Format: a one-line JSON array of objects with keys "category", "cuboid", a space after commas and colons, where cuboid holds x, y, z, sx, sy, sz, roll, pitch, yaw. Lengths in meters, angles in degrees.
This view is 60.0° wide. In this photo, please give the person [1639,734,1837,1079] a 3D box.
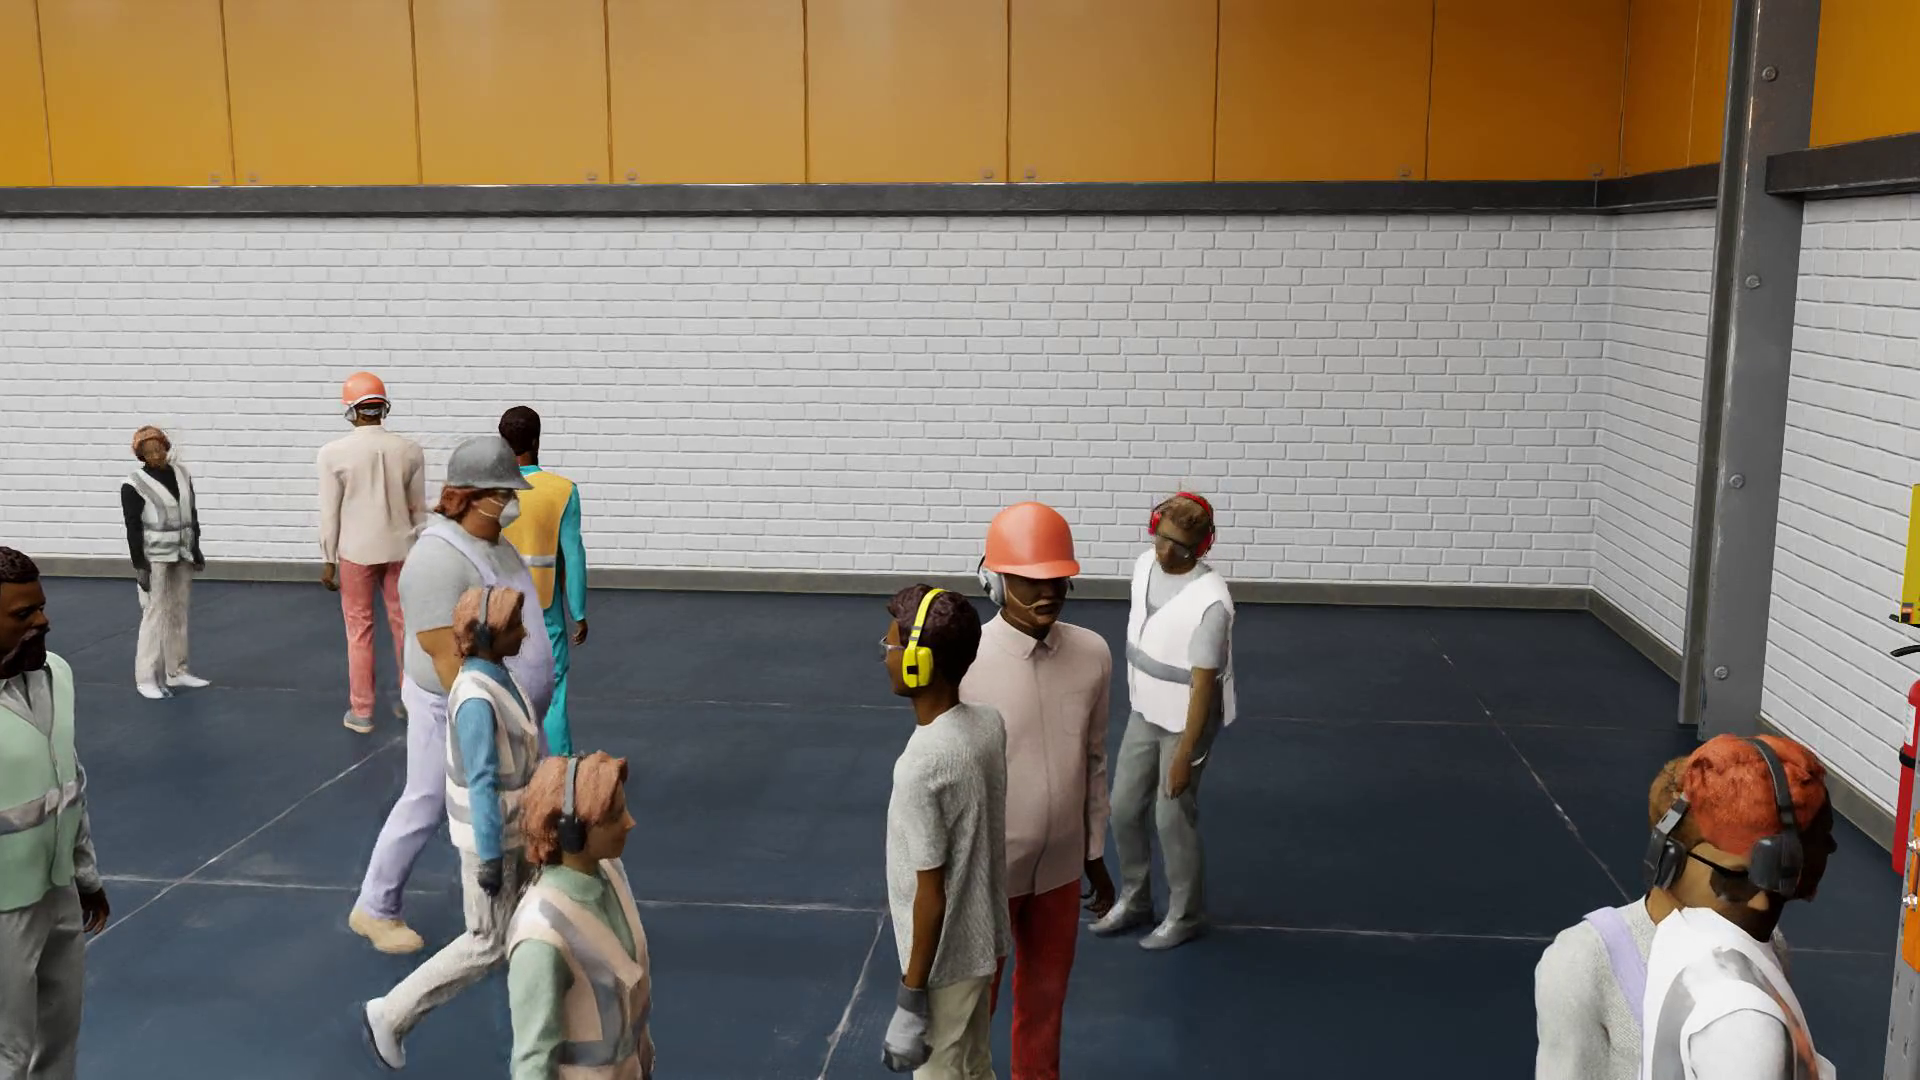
[{"category": "person", "cuboid": [1.252, 1.239, 2.772, 0.354, 1.882, 0.576, 2, 10, 10]}]

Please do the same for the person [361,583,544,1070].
[{"category": "person", "cuboid": [-1.531, 0.931, 5.285, 0.689, 1.614, 0.526, -1, 10, -7]}]

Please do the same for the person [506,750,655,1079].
[{"category": "person", "cuboid": [-0.870, 1.230, 3.609, 0.795, 1.612, 0.526, 1, 10, 3]}]

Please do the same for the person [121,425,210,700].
[{"category": "person", "cuboid": [-4.754, 0.124, 9.924, 0.329, 1.620, 0.562, 2, 10, 13]}]

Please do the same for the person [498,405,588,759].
[{"category": "person", "cuboid": [-2.071, 0.324, 7.909, 0.591, 1.917, 0.379, 0, 10, 2]}]

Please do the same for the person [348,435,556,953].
[{"category": "person", "cuboid": [-1.846, 0.562, 6.196, 1.042, 2.000, 0.687, 3, 10, 15]}]

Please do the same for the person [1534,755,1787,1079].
[{"category": "person", "cuboid": [1.190, 1.247, 2.850, 0.505, 1.840, 0.347, -4, 11, -23]}]

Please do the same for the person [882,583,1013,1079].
[{"category": "person", "cuboid": [-0.053, 1.028, 4.015, 0.336, 1.873, 0.521, 4, 11, 22]}]

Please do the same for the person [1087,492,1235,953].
[{"category": "person", "cuboid": [0.773, 0.692, 6.141, 0.490, 1.792, 0.659, -5, 11, -27]}]

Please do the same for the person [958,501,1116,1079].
[{"category": "person", "cuboid": [0.169, 0.880, 4.504, 0.612, 1.996, 0.389, -6, 12, -31]}]

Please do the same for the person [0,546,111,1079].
[{"category": "person", "cuboid": [-2.475, 0.953, 4.347, 0.387, 1.912, 0.592, 0, 10, 2]}]

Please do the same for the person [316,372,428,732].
[{"category": "person", "cuboid": [-3.244, 0.065, 9.213, 0.608, 1.986, 0.399, -9, 13, -42]}]
